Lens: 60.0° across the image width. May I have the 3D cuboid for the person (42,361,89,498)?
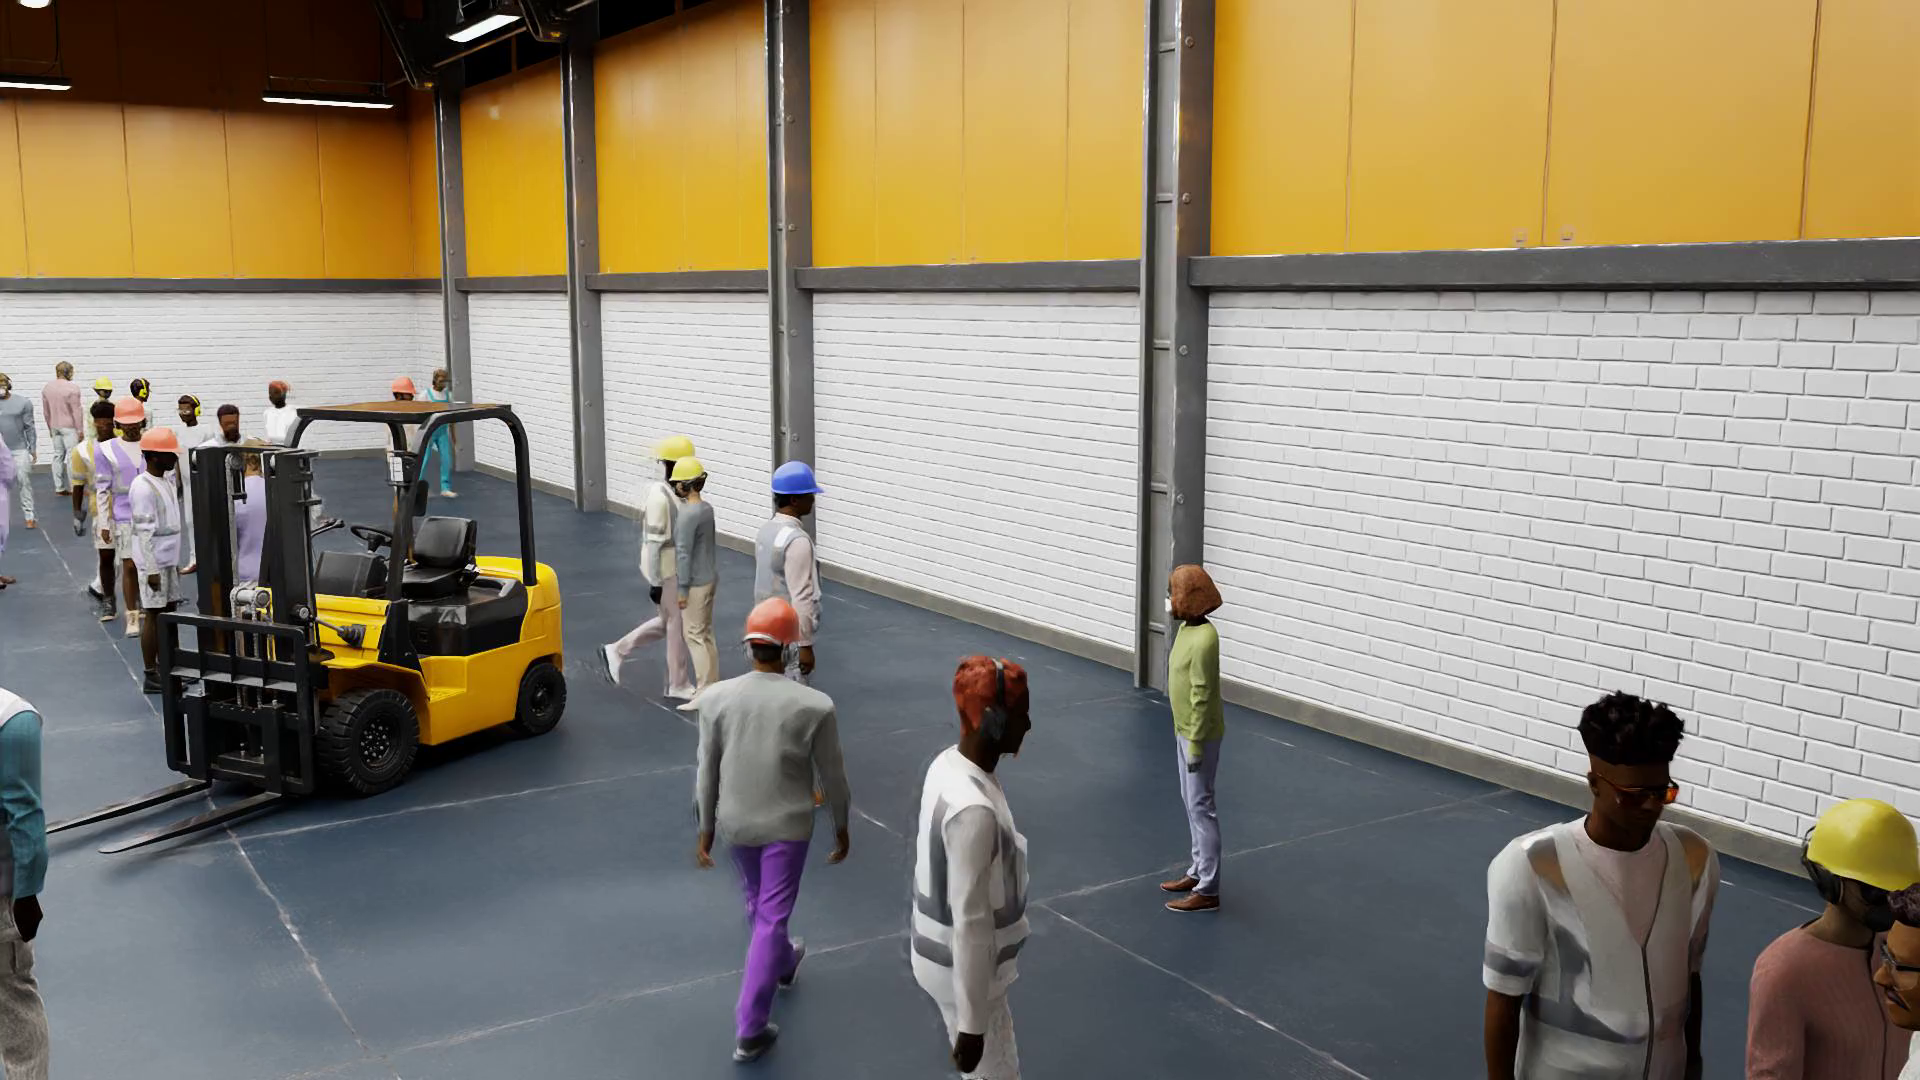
[{"bbox_3d":[-12.602,-1.555,23.429,0.629,1.939,0.372,3,9,19],"label":"person"}]

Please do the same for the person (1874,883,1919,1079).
[{"bbox_3d":[1.730,1.511,2.993,0.320,1.871,0.533,2,9,10],"label":"person"}]

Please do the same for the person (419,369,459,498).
[{"bbox_3d":[-7.393,-1.478,23.303,0.519,1.821,0.702,7,11,39],"label":"person"}]

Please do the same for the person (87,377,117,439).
[{"bbox_3d":[-11.436,-1.304,22.312,0.313,1.767,0.534,3,9,17],"label":"person"}]

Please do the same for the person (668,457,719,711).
[{"bbox_3d":[-1.846,0.303,11.514,0.342,1.761,0.531,1,9,9],"label":"person"}]

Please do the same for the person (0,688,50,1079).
[{"bbox_3d":[-3.278,1.112,5.464,0.605,1.940,0.415,2,9,14],"label":"person"}]

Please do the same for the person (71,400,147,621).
[{"bbox_3d":[-7.424,-0.255,14.633,0.691,1.956,0.405,-4,9,-25],"label":"person"}]

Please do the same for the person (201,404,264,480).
[{"bbox_3d":[-6.536,-0.287,15.016,0.612,1.899,0.493,-6,11,-37],"label":"person"}]

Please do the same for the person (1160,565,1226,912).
[{"bbox_3d":[1.093,0.921,7.798,0.281,1.624,0.494,-1,8,-4],"label":"person"}]

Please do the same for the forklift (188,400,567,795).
[{"bbox_3d":[-3.529,0.258,10.348,1.214,2.155,2.313,4,9,25],"label":"forklift"}]

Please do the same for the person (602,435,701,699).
[{"bbox_3d":[-2.181,0.193,11.814,0.764,1.899,0.597,1,8,5],"label":"person"}]

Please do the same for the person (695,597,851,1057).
[{"bbox_3d":[-0.711,1.068,6.524,0.581,1.697,0.905,2,9,15],"label":"person"}]

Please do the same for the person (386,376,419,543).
[{"bbox_3d":[-6.367,-0.909,19.092,0.377,1.933,0.551,-1,8,-5],"label":"person"}]

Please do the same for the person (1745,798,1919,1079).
[{"bbox_3d":[2.003,1.442,3.810,0.533,1.767,0.326,-4,9,-27],"label":"person"}]

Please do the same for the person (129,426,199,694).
[{"bbox_3d":[-5.754,0.144,12.017,0.387,1.929,0.547,-1,9,-7],"label":"person"}]

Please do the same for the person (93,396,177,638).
[{"bbox_3d":[-6.882,-0.189,13.941,0.612,2.029,0.407,-6,10,-33],"label":"person"}]

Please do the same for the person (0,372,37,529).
[{"bbox_3d":[-11.591,-1.075,20.246,0.636,1.929,0.373,-4,9,-26],"label":"person"}]

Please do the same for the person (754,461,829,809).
[{"bbox_3d":[-0.954,0.528,9.359,0.405,1.947,0.605,-4,9,-26],"label":"person"}]

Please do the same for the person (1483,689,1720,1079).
[{"bbox_3d":[1.548,1.314,4.028,0.616,1.965,0.364,-2,9,-13],"label":"person"}]

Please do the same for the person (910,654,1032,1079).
[{"bbox_3d":[-0.003,1.244,4.801,0.622,1.865,0.604,-1,8,-6],"label":"person"}]

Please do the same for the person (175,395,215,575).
[{"bbox_3d":[-7.794,-0.554,16.958,0.517,1.860,0.322,4,9,25],"label":"person"}]

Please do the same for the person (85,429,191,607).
[{"bbox_3d":[-7.576,-0.240,15.147,0.779,1.782,0.604,2,9,14],"label":"person"}]

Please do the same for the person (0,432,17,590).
[{"bbox_3d":[-9.466,-0.456,16.283,0.432,1.869,0.788,-5,10,-32],"label":"person"}]

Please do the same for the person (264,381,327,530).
[{"bbox_3d":[-8.037,-0.987,19.915,0.572,1.855,0.913,3,9,17],"label":"person"}]
